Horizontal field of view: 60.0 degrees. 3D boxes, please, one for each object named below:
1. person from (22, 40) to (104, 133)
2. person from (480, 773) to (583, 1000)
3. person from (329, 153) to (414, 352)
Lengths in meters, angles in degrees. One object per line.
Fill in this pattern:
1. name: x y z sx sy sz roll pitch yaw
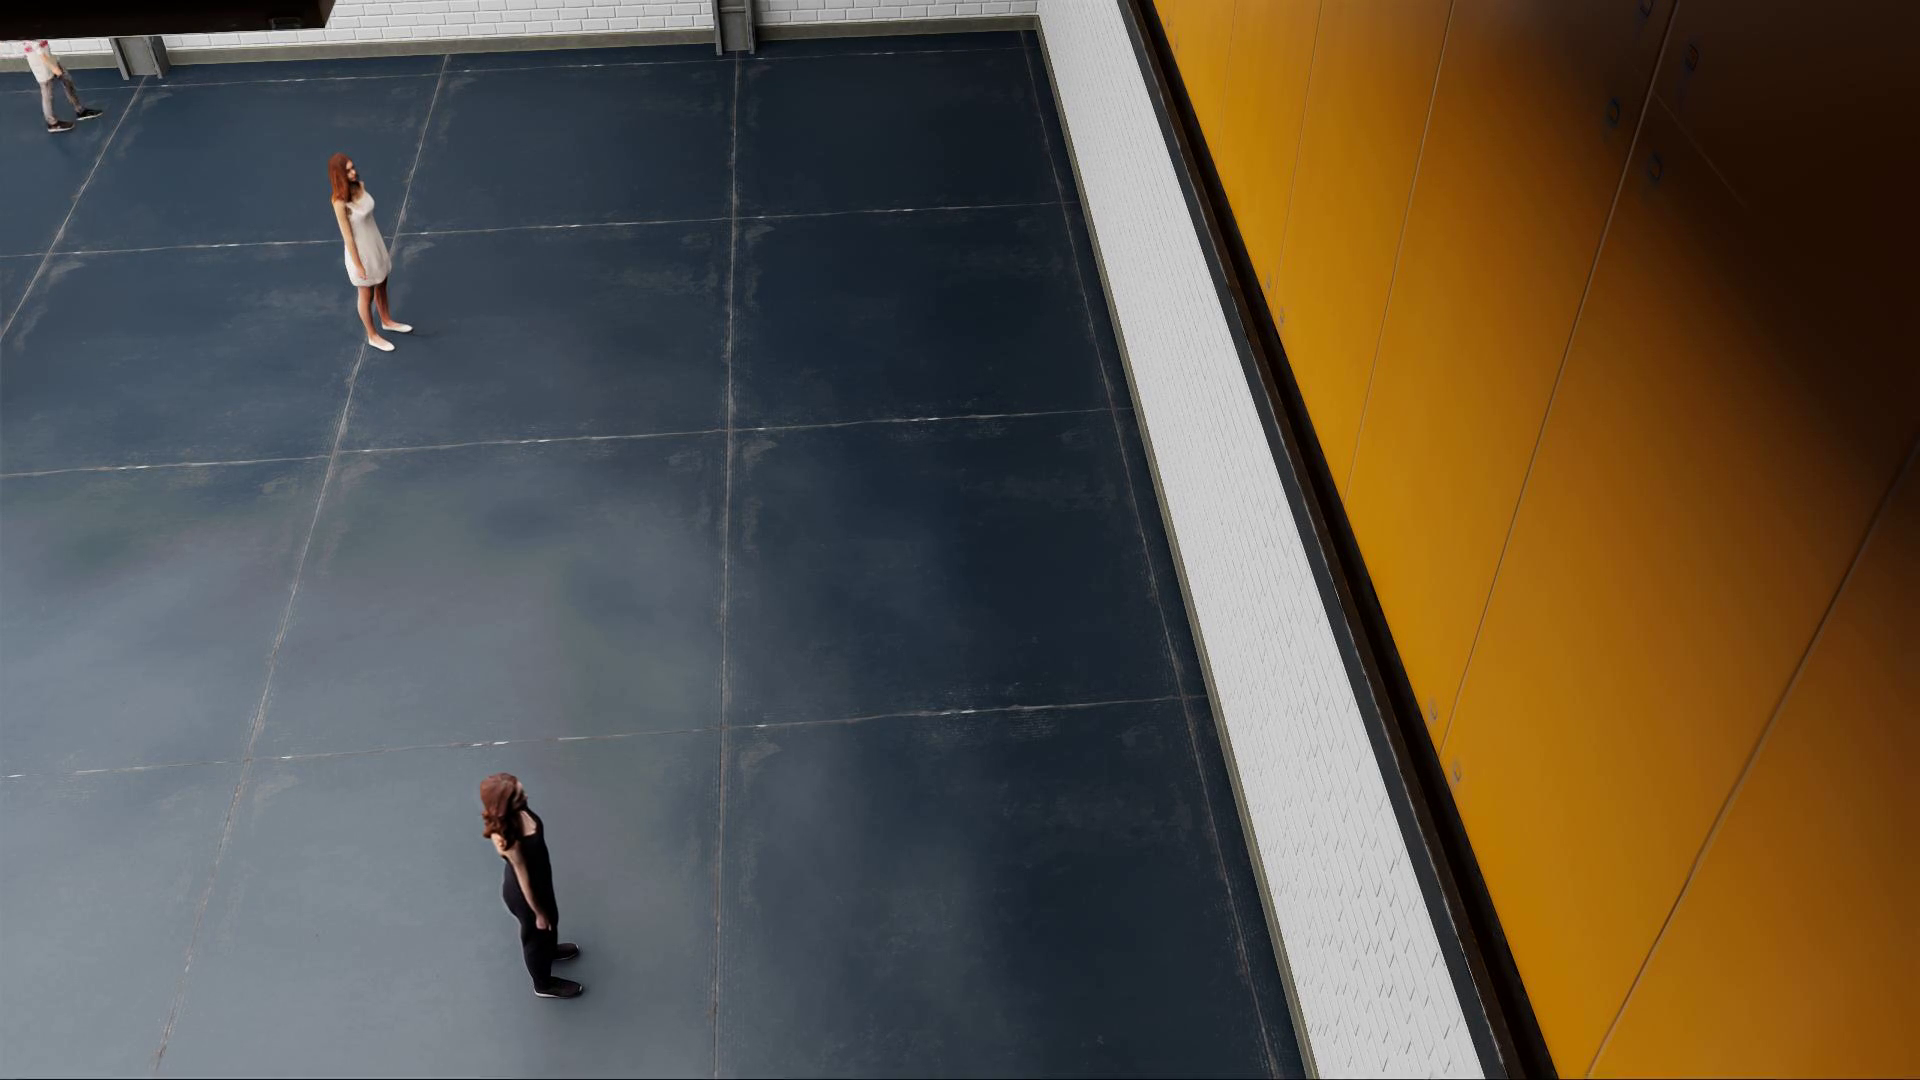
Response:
1. person: -8.731 -4.514 15.692 0.765 1.421 0.593 -11 45 -11
2. person: -2.295 1.813 8.815 0.536 1.746 0.611 -8 44 -9
3. person: -4.711 -2.301 13.159 0.632 1.710 0.631 12 45 12
